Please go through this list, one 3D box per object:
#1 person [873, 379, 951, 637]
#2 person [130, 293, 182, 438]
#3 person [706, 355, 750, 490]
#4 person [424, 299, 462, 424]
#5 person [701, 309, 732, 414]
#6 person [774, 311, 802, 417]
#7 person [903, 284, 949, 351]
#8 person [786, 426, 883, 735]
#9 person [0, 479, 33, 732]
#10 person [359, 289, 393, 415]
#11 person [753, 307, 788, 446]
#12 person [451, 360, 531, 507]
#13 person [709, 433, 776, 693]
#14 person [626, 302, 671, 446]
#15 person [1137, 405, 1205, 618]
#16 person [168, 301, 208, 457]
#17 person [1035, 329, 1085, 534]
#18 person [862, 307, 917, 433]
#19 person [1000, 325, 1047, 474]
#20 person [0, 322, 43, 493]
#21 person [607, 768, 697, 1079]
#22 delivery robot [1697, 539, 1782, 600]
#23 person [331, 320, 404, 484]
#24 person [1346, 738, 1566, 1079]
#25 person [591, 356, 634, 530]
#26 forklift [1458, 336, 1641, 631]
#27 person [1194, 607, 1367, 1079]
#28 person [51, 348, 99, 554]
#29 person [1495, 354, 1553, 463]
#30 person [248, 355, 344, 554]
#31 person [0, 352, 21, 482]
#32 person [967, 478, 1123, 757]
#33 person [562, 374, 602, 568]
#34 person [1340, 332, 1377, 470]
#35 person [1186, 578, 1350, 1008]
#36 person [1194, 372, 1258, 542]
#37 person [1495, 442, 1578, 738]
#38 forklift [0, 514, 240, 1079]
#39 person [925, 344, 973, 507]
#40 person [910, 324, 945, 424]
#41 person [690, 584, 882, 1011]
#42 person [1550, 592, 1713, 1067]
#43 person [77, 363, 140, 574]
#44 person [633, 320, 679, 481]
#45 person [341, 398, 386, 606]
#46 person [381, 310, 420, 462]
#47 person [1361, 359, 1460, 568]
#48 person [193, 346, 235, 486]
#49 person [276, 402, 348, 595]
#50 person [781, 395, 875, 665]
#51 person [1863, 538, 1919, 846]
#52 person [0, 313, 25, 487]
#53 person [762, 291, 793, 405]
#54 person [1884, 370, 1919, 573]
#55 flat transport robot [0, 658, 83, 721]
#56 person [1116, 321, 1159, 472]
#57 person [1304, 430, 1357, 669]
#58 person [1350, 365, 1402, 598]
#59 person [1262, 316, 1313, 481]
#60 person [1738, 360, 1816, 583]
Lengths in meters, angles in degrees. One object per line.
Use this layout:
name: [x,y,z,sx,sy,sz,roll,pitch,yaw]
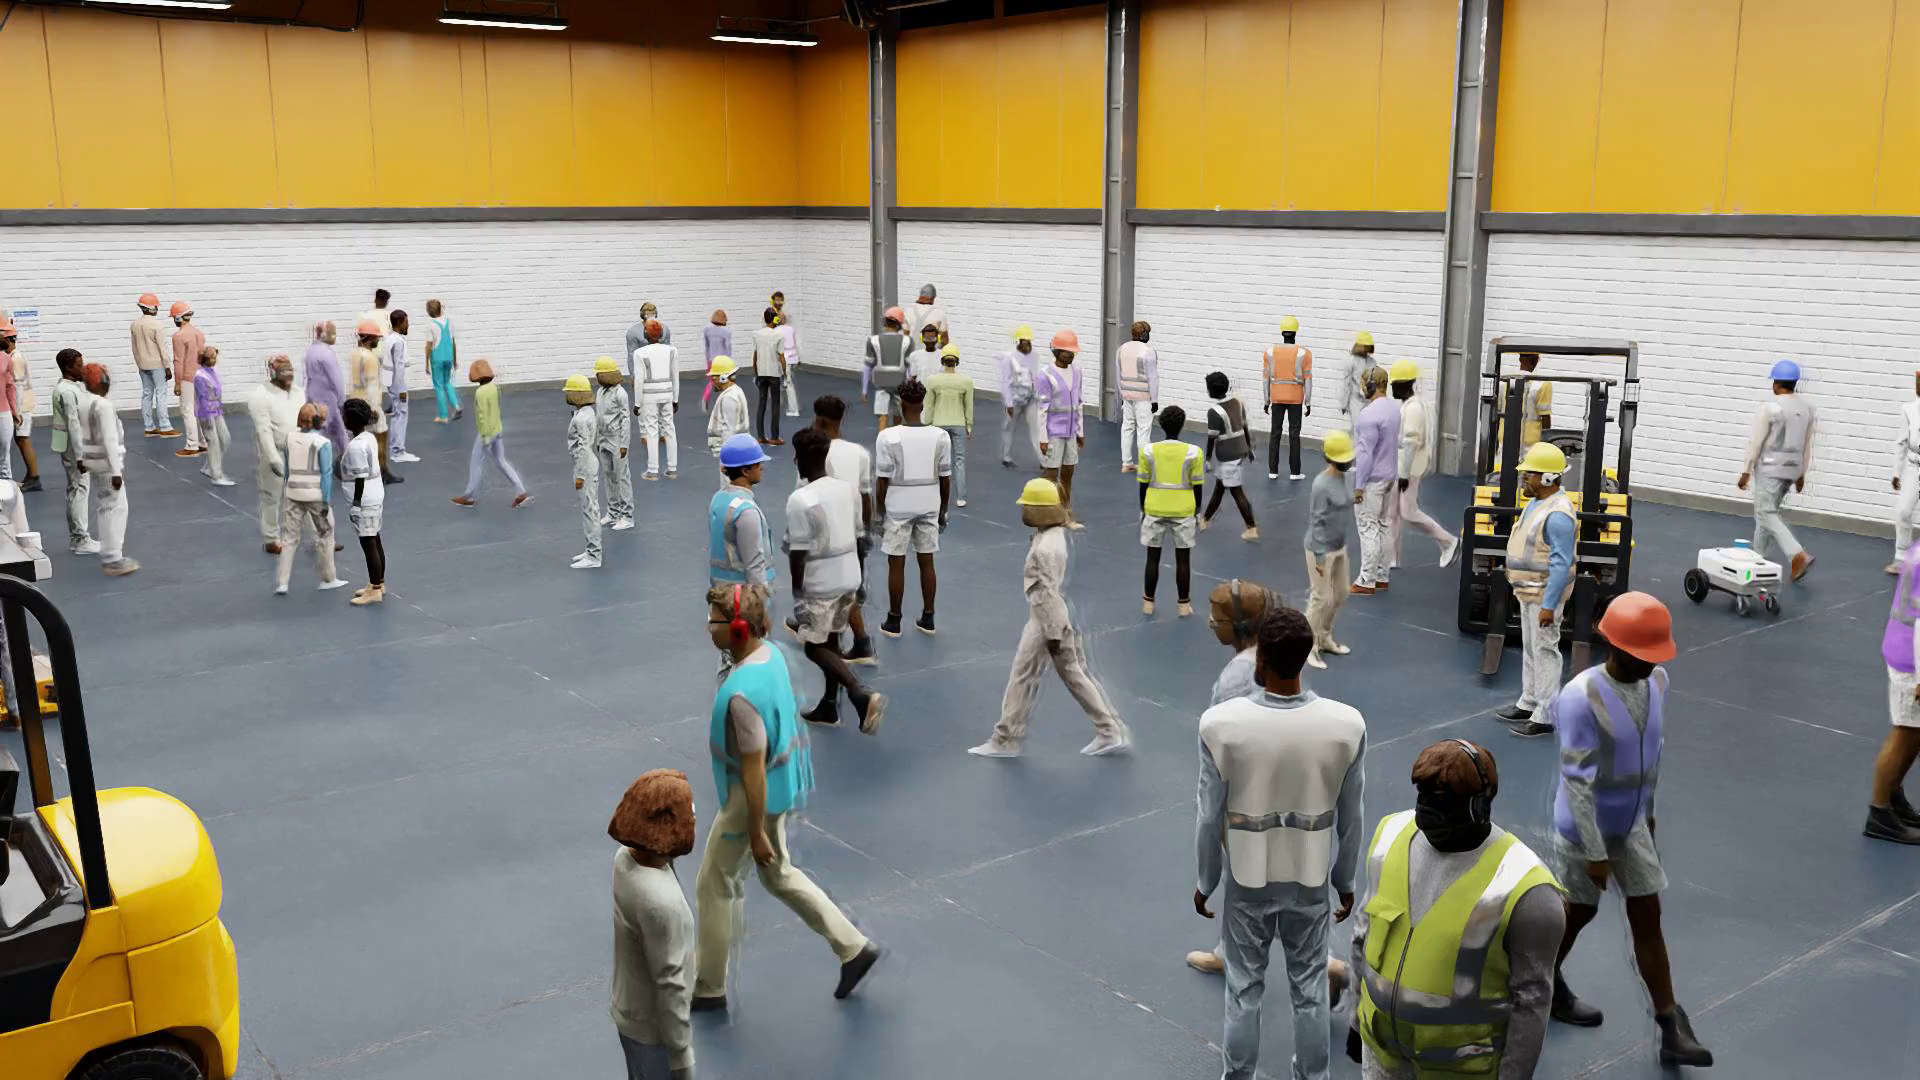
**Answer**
person: [-0.361,-0.235,12.599,0.615,1.951,0.388,-5,13,-23]
person: [-11.123,-2.403,22.950,0.613,1.994,0.382,5,13,22]
person: [-2.203,-0.847,15.870,0.403,1.818,0.605,0,12,-2]
person: [-7.592,-2.609,24.354,0.422,1.825,0.551,8,14,35]
person: [-3.714,-2.720,25.420,0.506,1.610,0.667,5,13,21]
person: [-2.654,-2.661,25.136,0.526,1.599,0.517,10,16,41]
person: [-0.465,-2.851,25.004,0.720,2.000,0.654,5,13,23]
person: [-0.741,0.270,10.203,0.717,1.940,0.610,8,14,35]
person: [-6.054,0.256,10.253,0.635,1.938,0.432,-8,14,-35]
person: [-8.798,-2.813,25.143,0.703,1.925,0.412,-6,13,-25]
person: [-2.542,-2.183,22.238,0.532,1.856,0.329,5,13,24]
person: [-5.034,-1.130,17.778,0.814,1.601,0.509,1,12,7]
person: [-1.275,0.343,9.797,0.384,1.951,0.605,-6,13,-27]
person: [-4.128,-2.212,22.207,0.636,1.928,0.385,-8,14,-35]
person: [1.667,-0.220,13.155,0.535,1.690,0.319,3,12,14]
person: [-9.894,-2.063,21.345,0.410,1.980,0.630,1,12,6]
person: [1.011,-1.060,16.390,0.611,2.032,0.411,-11,16,-42]
person: [-0.873,-1.876,20.510,0.684,1.972,1.100,0,12,-1]
person: [0.783,-1.684,19.986,0.612,1.779,0.932,-9,15,-37]
person: [-10.654,-1.499,18.767,0.390,1.922,0.555,-7,14,-31]
person: [-0.924,1.483,5.087,0.277,1.627,0.505,-5,13,-24]
delivery robot: [6.307,0.239,13.462,0.477,0.478,0.707,-2,12,-10]
person: [-6.875,-1.560,19.107,0.714,1.908,0.587,-9,15,-38]
person: [1.350,1.449,4.724,0.429,1.844,0.627,-10,15,-39]
person: [-3.496,-0.973,16.663,0.320,1.739,0.492,-11,16,-44]
forklift: [4.683,-0.471,13.136,1.214,2.155,2.313,4,12,20]
person: [1.113,1.177,5.845,0.591,1.922,0.392,0,12,-1]
person: [-8.257,-0.826,15.525,0.392,1.919,0.590,-8,14,-32]
person: [5.461,-0.983,16.164,0.367,1.962,0.613,-11,16,-44]
person: [-6.144,-0.759,15.321,0.929,1.866,0.645,7,13,29]
person: [-10.573,-1.374,18.118,0.356,1.938,0.638,8,14,33]
person: [0.537,0.473,9.808,0.915,1.705,0.496,2,12,10]
person: [-3.399,-0.622,14.961,0.295,1.744,0.491,-2,12,-8]
person: [4.871,-1.636,19.964,0.493,1.703,0.877,-8,14,-34]
person: [1.276,1.045,6.765,0.761,1.814,0.546,8,14,35]
person: [2.571,-0.817,16.128,0.858,1.634,0.578,8,14,36]
person: [3.564,0.309,10.246,0.404,1.834,0.591,1,12,6]
forklift: [-3.687,1.115,5.480,2.313,2.155,1.214,-9,15,-36]
person: [-0.118,-1.219,17.816,0.520,1.760,0.329,-1,12,-4]
person: [-0.336,-1.581,19.324,0.514,1.859,0.321,0,12,1]
person: [-0.783,1.048,6.728,0.858,1.813,0.571,1,12,6]
person: [2.543,1.091,6.360,0.640,1.875,0.861,-7,13,-29]
person: [-7.575,-0.630,14.764,0.707,1.858,0.341,11,16,43]
person: [-3.562,-1.637,19.526,0.573,1.883,0.353,-9,14,-36]
person: [-4.876,-0.315,13.594,0.318,1.697,0.535,-2,12,-10]
person: [-7.064,-1.929,20.883,0.393,1.911,0.588,-5,13,-25]
person: [4.032,-0.656,14.747,0.752,1.902,0.599,1,12,4]
person: [-8.628,-1.426,19.120,0.505,1.625,0.569,-1,12,-3]
person: [-5.508,-0.337,13.937,0.531,1.605,0.599,5,13,21]
person: [-0.965,-0.090,11.979,1.027,1.912,0.619,9,15,38]
person: [4.959,0.621,8.520,0.422,1.924,0.636,8,14,33]
person: [-10.760,-1.529,18.661,0.433,2.034,0.602,-4,12,-17]
person: [-2.946,-3.118,26.857,0.547,1.821,0.924,-4,12,-18]
person: [8.411,-0.574,14.460,0.500,1.861,0.579,-7,13,-29]
flat transport robot: [-6.401,0.932,11.029,0.652,0.197,1.431,-11,16,-42]
person: [2.154,-1.700,19.930,0.429,1.844,0.626,-10,15,-39]
person: [2.606,0.065,11.690,0.447,1.724,0.574,11,16,42]
person: [3.461,-0.491,13.893,0.376,1.929,0.635,8,14,33]
person: [3.835,-1.655,19.495,0.588,1.930,0.359,5,13,23]
person: [7.136,-0.598,14.433,0.611,1.919,0.833,-6,13,-26]
